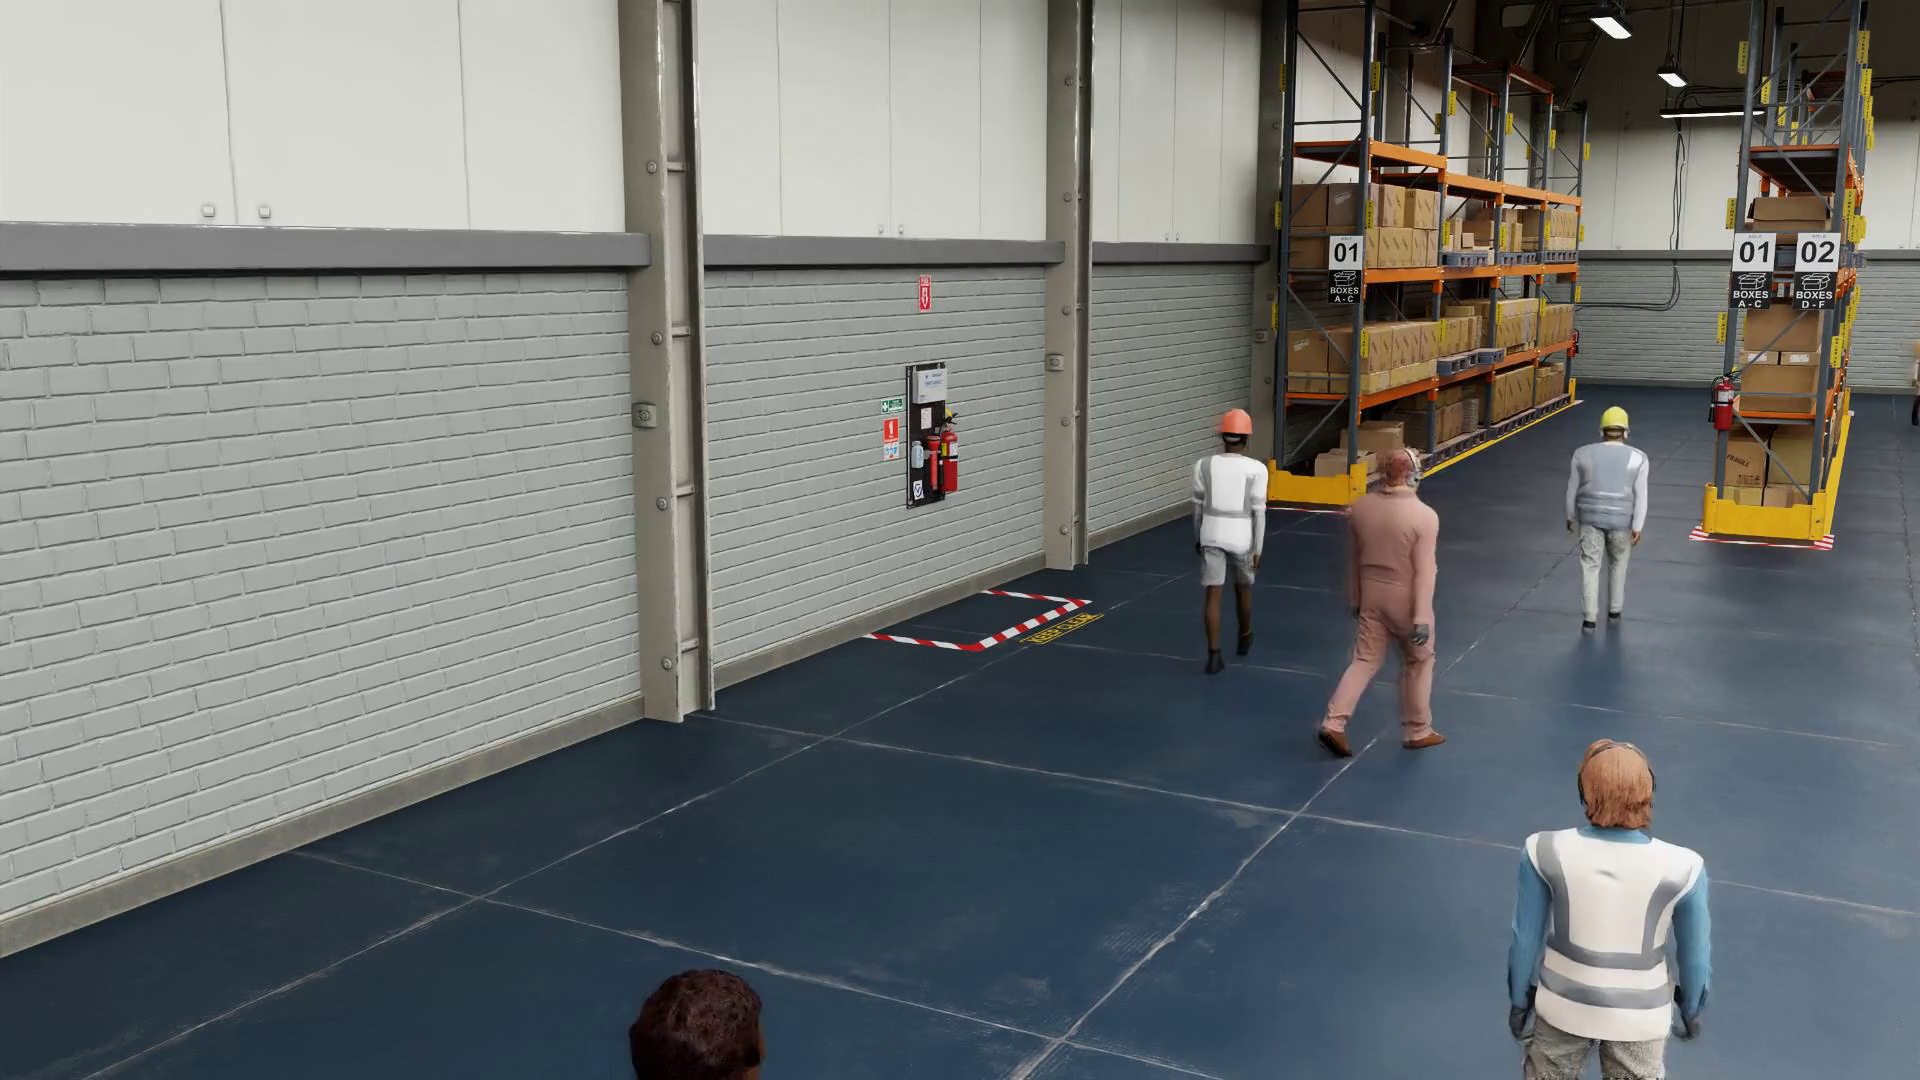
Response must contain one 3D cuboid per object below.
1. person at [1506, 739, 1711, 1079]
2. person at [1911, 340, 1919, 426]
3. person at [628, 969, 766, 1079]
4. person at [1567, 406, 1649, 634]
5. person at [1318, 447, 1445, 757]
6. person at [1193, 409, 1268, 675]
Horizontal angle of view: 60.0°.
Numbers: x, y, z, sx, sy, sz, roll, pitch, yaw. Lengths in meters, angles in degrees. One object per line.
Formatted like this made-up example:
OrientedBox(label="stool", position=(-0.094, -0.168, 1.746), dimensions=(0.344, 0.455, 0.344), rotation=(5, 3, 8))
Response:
OrientedBox(label="person", position=(1.858, 1.374, 4.798), dimensions=(0.535, 1.636, 0.380), rotation=(5, 11, 25))
OrientedBox(label="person", position=(16.703, -2.843, 28.660), dimensions=(0.554, 1.918, 0.800), rotation=(3, 10, 16))
OrientedBox(label="person", position=(-0.357, 1.591, 2.764), dimensions=(0.627, 1.881, 0.884), rotation=(7, 12, 37))
OrientedBox(label="person", position=(5.203, -0.178, 13.400), dimensions=(0.609, 1.792, 0.898), rotation=(4, 10, 22))
OrientedBox(label="person", position=(2.553, 0.375, 9.947), dimensions=(0.927, 1.875, 0.652), rotation=(-7, 12, -36))
OrientedBox(label="person", position=(1.977, -0.014, 12.173), dimensions=(0.549, 1.883, 0.985), rotation=(3, 10, 15))
